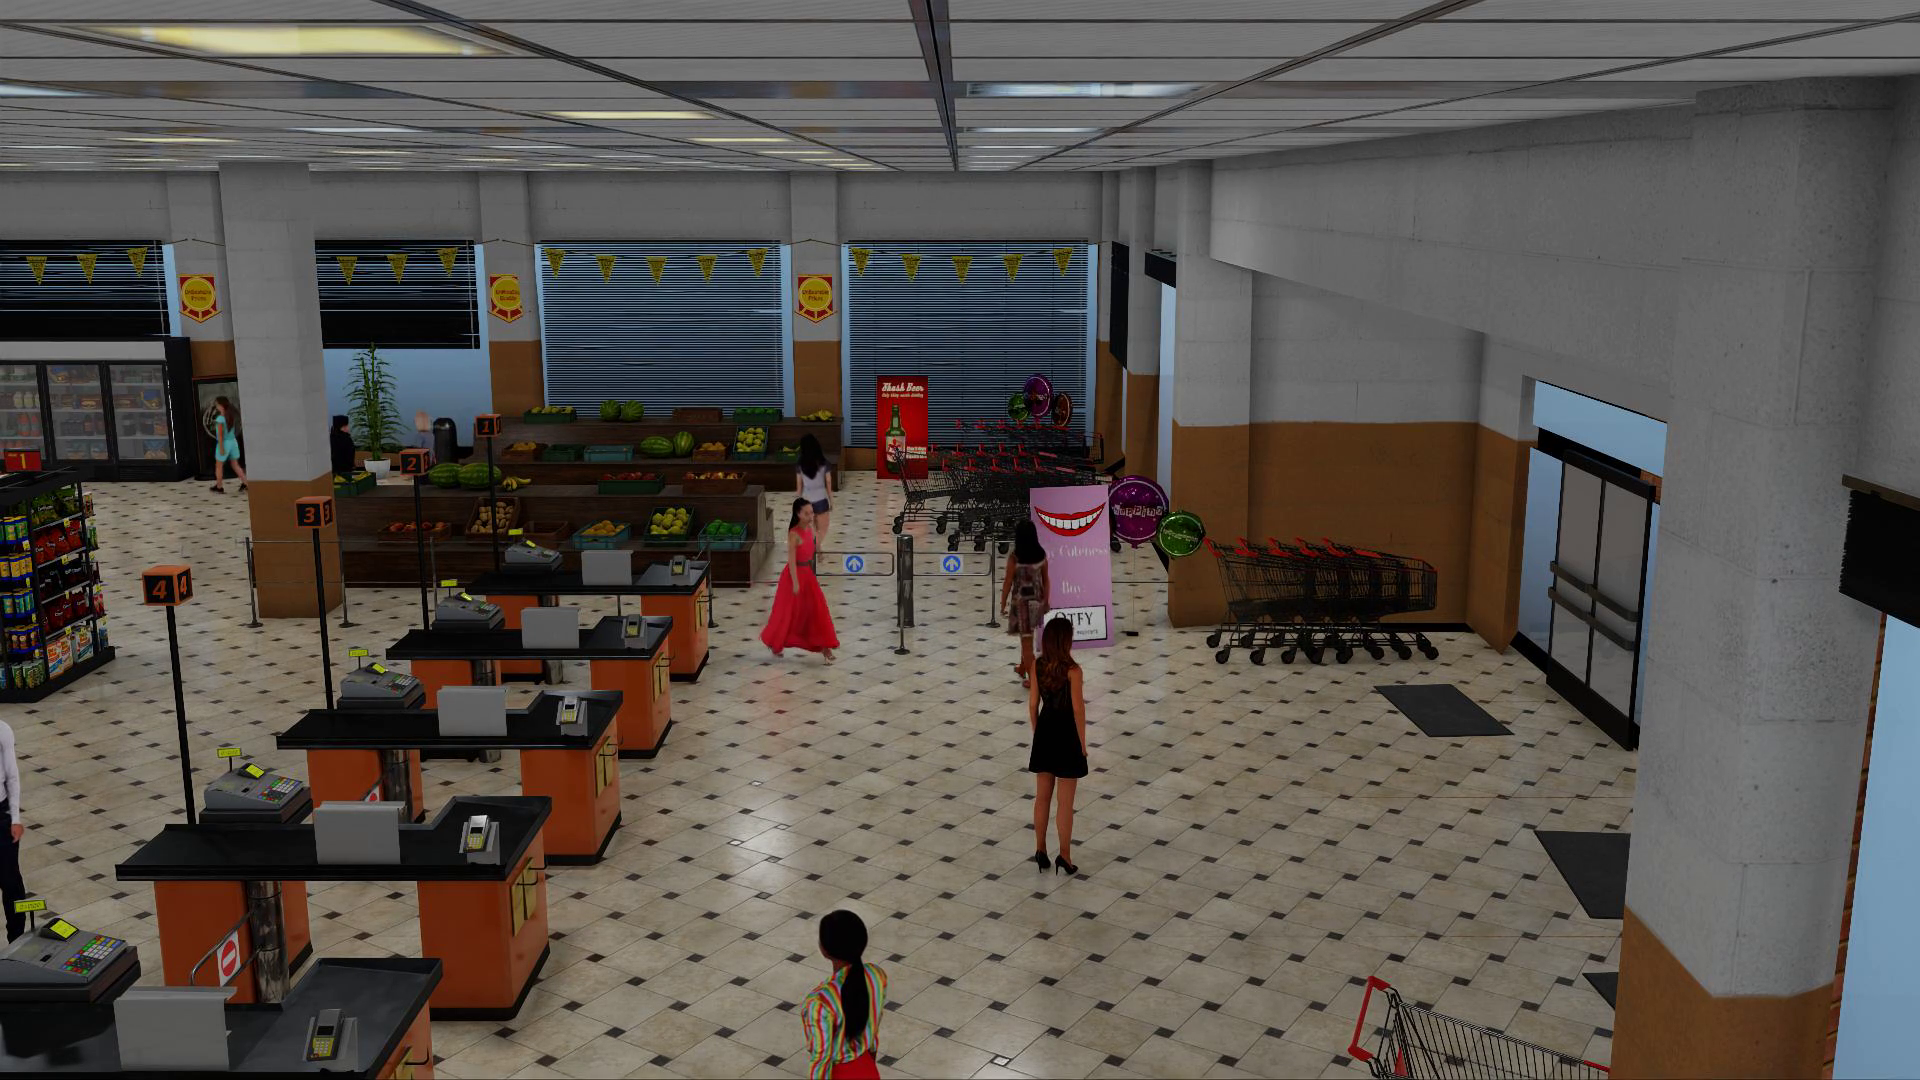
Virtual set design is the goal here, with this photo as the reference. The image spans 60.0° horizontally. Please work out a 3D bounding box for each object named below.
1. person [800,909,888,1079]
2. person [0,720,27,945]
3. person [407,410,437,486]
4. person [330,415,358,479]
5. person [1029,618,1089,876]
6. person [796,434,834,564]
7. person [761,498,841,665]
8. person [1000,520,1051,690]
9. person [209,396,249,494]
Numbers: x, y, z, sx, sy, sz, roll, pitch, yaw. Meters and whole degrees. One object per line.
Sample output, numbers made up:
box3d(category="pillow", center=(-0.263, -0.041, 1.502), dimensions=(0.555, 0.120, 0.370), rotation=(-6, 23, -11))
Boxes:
box3d(category="person", center=(-0.482, 2.396, 7.041), dimensions=(0.723, 1.793, 0.679), rotation=(10, 15, 39))
box3d(category="person", center=(-5.992, 1.698, 10.175), dimensions=(0.610, 1.868, 0.745), rotation=(-4, 12, -17))
box3d(category="person", center=(-7.323, -0.926, 23.057), dimensions=(1.060, 1.695, 0.564), rotation=(0, 12, 2))
box3d(category="person", center=(-8.578, -0.867, 22.884), dimensions=(0.936, 1.651, 0.987), rotation=(8, 15, 35))
box3d(category="person", center=(0.669, 1.429, 11.535), dimensions=(0.628, 1.834, 0.725), rotation=(7, 14, 32))
box3d(category="person", center=(-1.853, -0.468, 20.937), dimensions=(0.950, 1.672, 0.805), rotation=(3, 12, 13))
box3d(category="person", center=(-1.691, 0.427, 16.682), dimensions=(1.189, 1.674, 0.999), rotation=(6, 13, 27))
box3d(category="person", center=(0.681, 0.632, 15.813), dimensions=(0.874, 1.631, 0.898), rotation=(-6, 14, -28))
box3d(category="person", center=(-11.432, -1.481, 26.075), dimensions=(1.012, 1.538, 0.779), rotation=(5, 13, 22))
